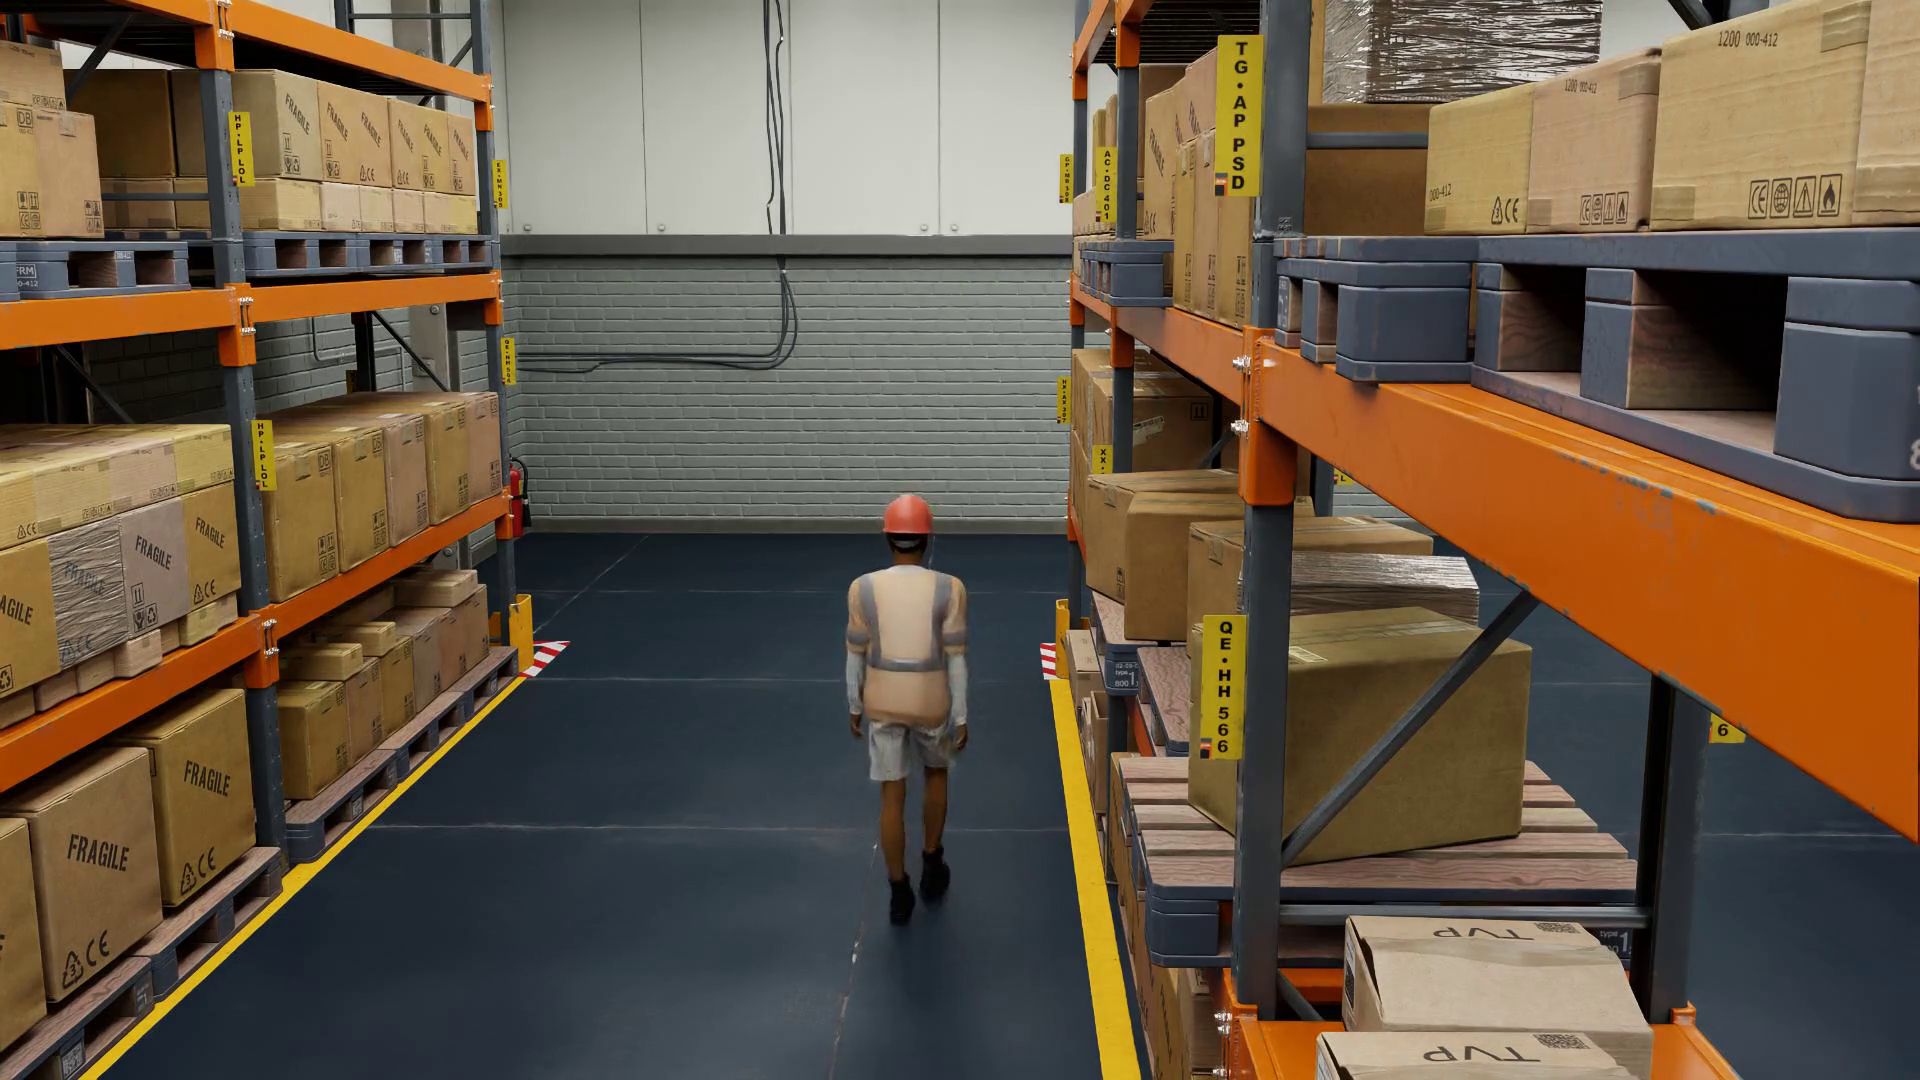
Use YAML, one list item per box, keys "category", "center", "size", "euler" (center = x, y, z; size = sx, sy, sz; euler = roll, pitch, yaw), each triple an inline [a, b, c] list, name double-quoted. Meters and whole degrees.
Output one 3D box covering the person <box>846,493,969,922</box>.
- category: "person"
  center: [-0.236, 0.734, 7.629]
  size: [0.565, 1.909, 0.727]
  euler: [1, 10, 3]
